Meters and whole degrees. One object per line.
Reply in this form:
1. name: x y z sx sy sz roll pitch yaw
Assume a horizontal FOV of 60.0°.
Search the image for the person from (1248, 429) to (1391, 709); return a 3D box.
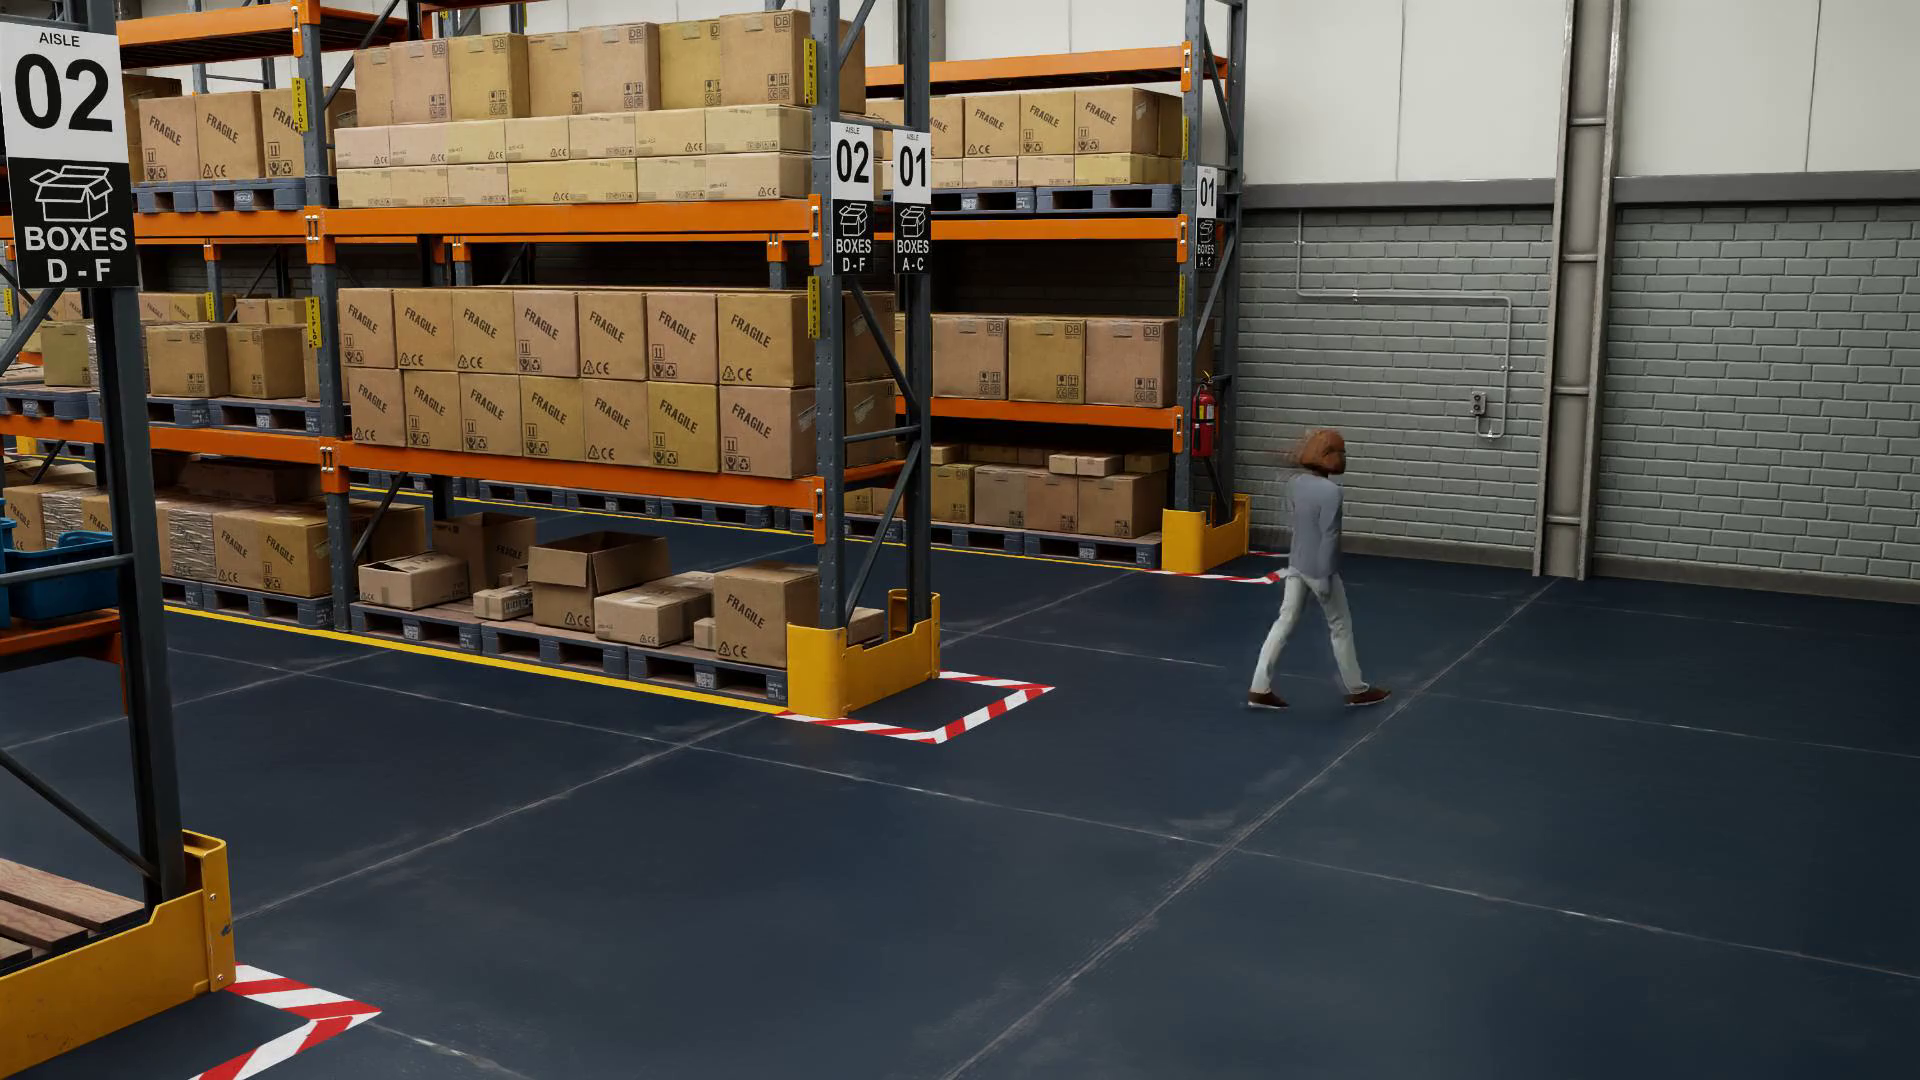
1. person: 1.994 0.167 9.278 0.852 1.583 0.516 -3 10 -17
